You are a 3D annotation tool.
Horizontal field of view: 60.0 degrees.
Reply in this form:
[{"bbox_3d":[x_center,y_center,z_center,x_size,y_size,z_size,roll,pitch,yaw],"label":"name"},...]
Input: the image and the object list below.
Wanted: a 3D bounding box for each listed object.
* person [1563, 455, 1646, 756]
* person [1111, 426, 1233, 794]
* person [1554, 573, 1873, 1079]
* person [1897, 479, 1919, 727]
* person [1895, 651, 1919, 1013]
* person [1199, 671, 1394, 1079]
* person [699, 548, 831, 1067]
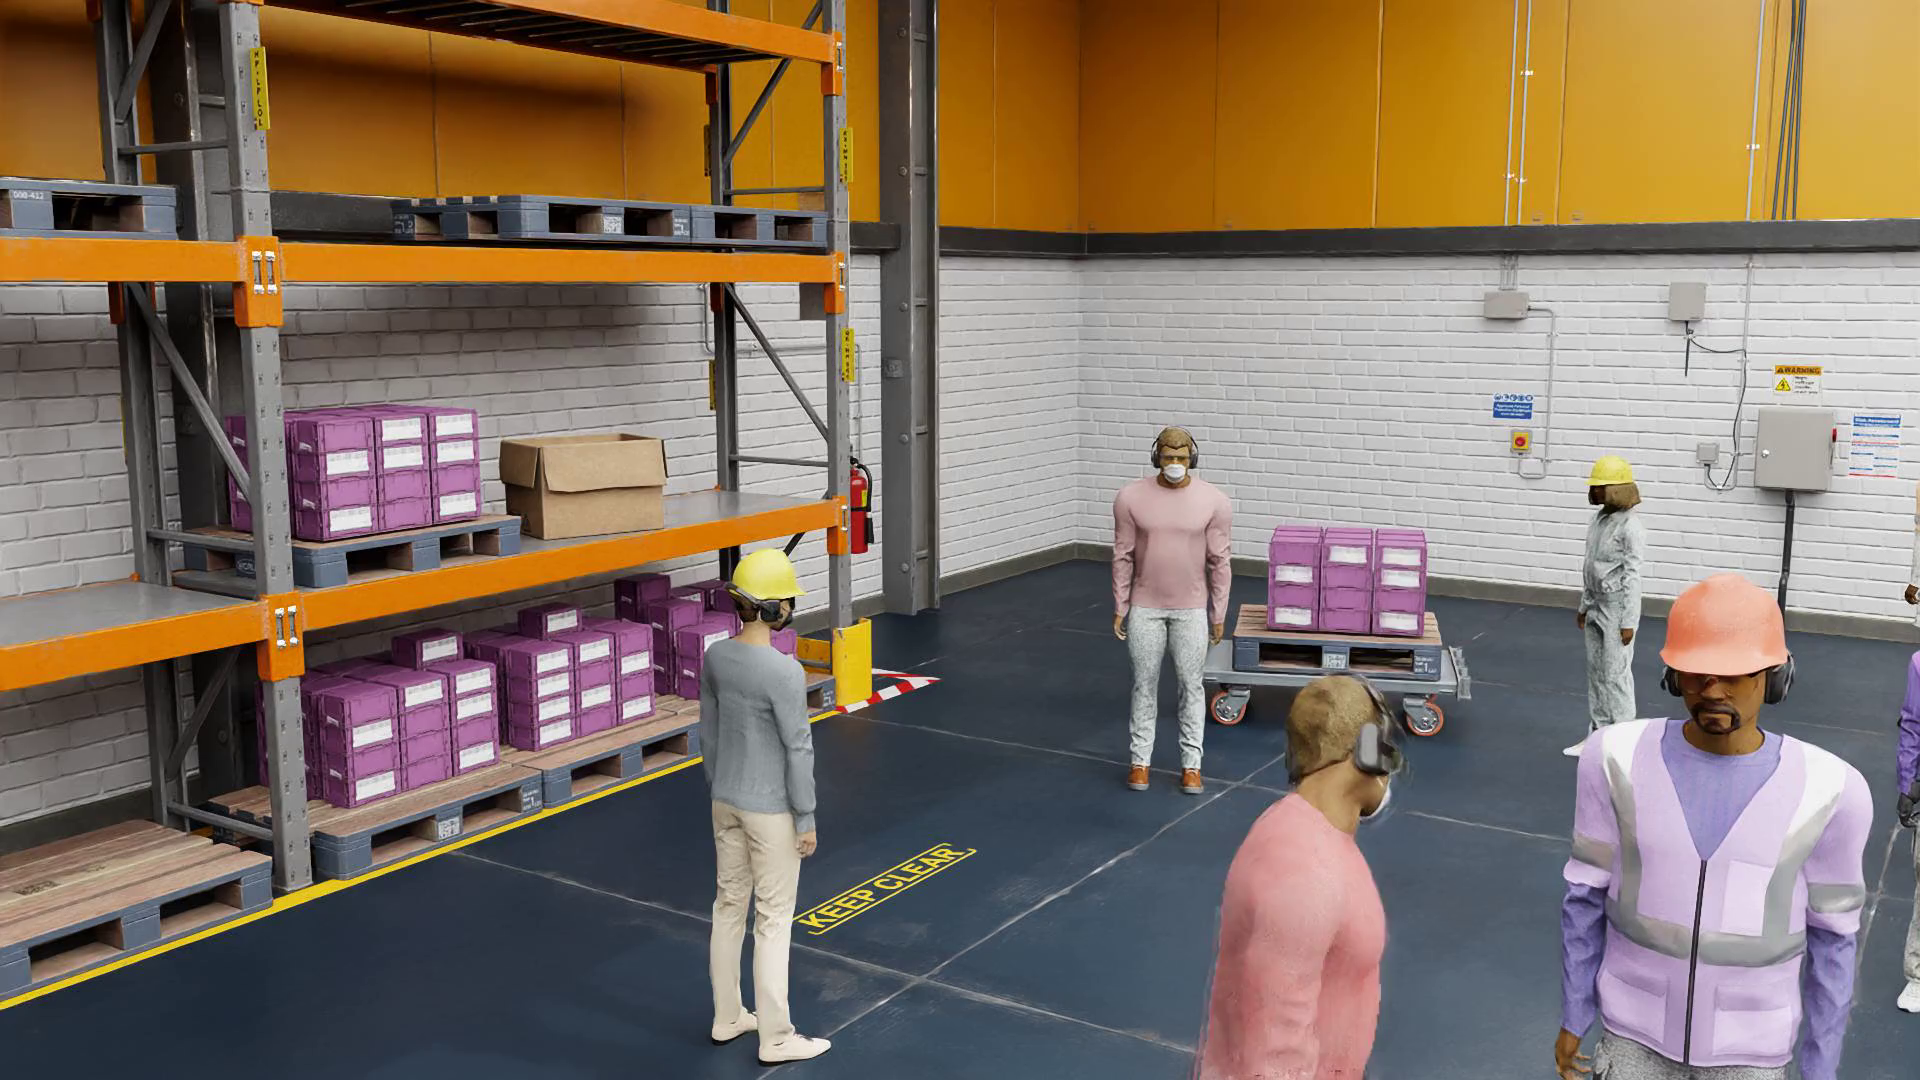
[{"bbox_3d":[3.545,0.399,9.128,0.321,1.737,0.489,-1,9,-5],"label":"person"},{"bbox_3d":[1.102,0.363,8.719,0.625,1.933,0.376,2,9,12],"label":"person"},{"bbox_3d":[1.631,1.081,3.682,0.605,2.045,0.382,5,10,29],"label":"person"},{"bbox_3d":[5.835,0.197,9.773,0.545,1.938,0.362,0,9,-1],"label":"person"},{"bbox_3d":[3.638,0.936,5.965,0.508,1.629,0.317,6,11,34],"label":"person"},{"bbox_3d":[0.647,1.223,3.280,0.370,1.894,0.739,3,9,17],"label":"person"},{"bbox_3d":[-0.673,0.905,5.726,0.533,1.767,0.327,8,12,44],"label":"person"}]
